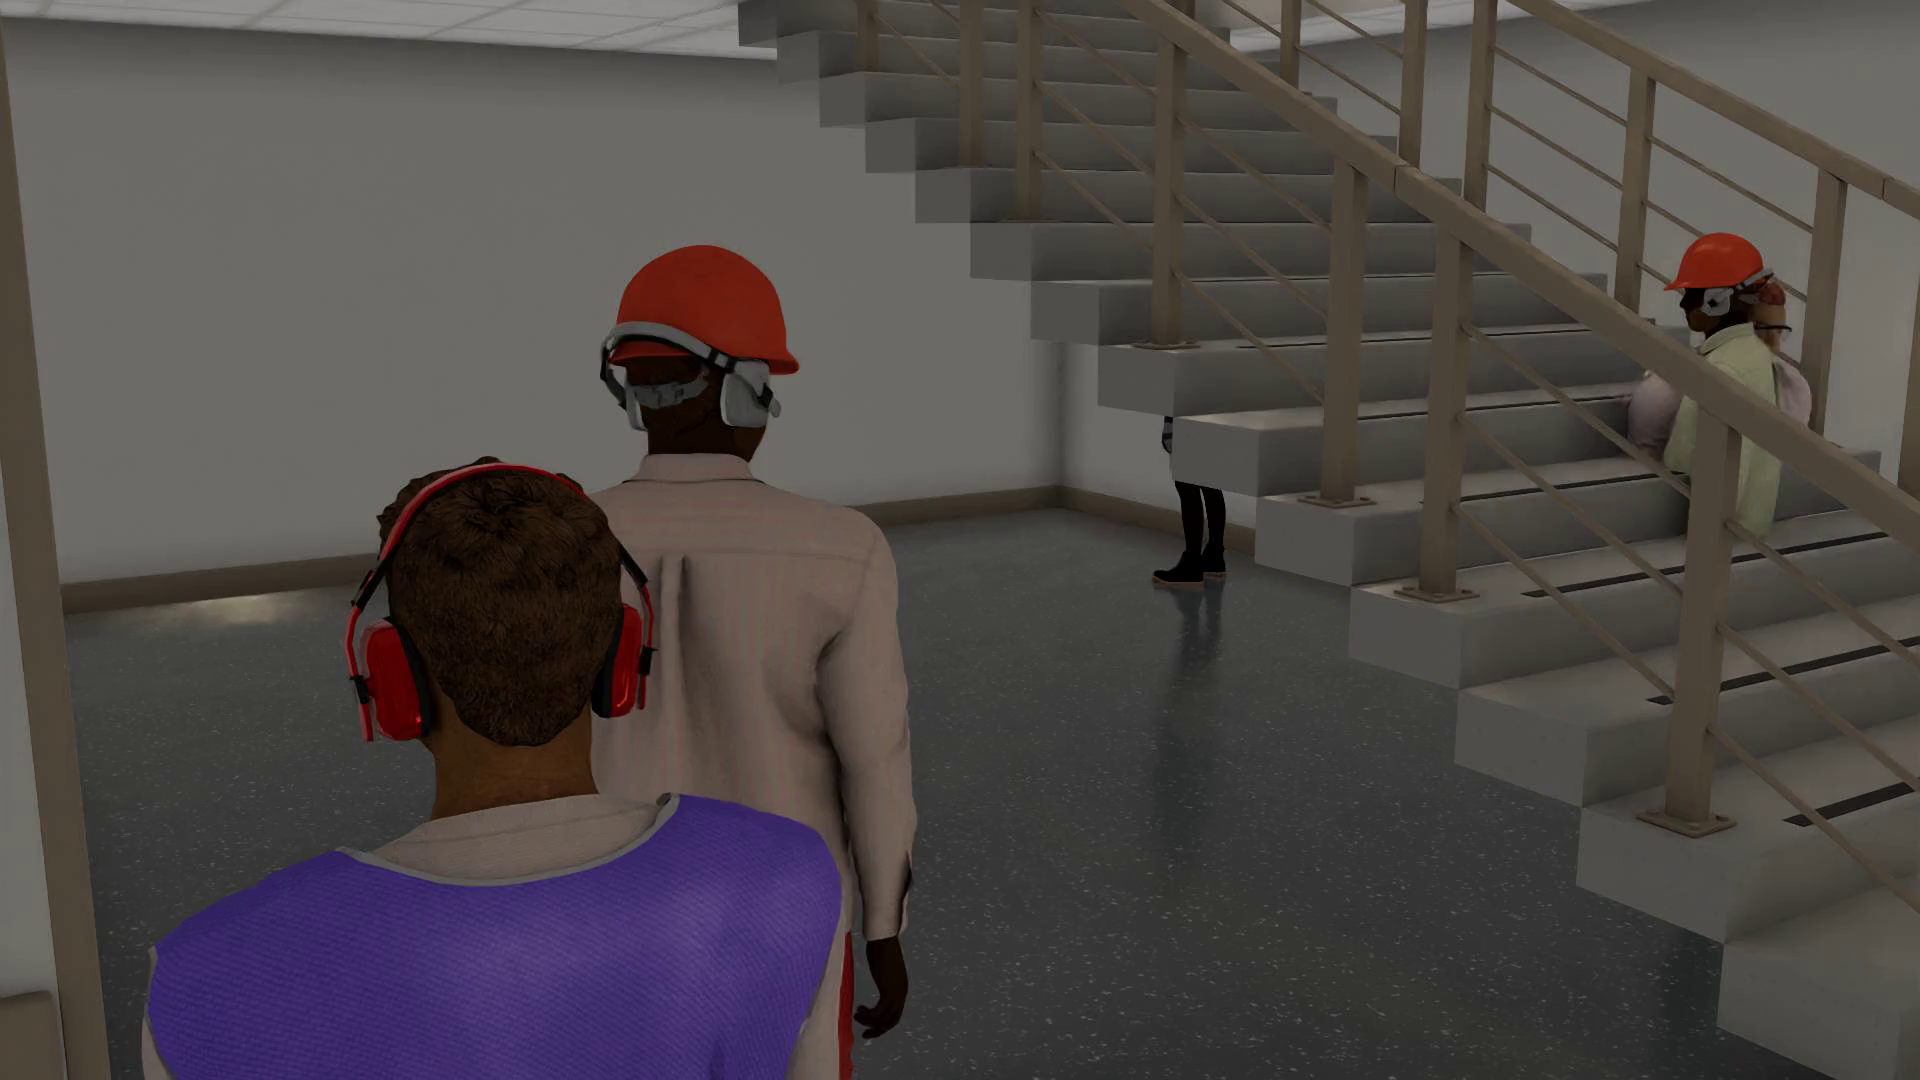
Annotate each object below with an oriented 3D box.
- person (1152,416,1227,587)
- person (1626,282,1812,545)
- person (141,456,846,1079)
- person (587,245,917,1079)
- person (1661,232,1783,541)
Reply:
[{"bbox_3d":[1.312,-0.720,9.360,0.385,1.957,0.602,7,13,33],"label":"person"},{"bbox_3d":[2.604,-0.006,5.930,0.651,1.850,0.932,-3,11,-13],"label":"person"},{"bbox_3d":[-0.349,0.849,1.435,0.560,1.837,0.392,-7,13,-32],"label":"person"},{"bbox_3d":[-0.364,0.567,2.502,0.609,1.988,0.392,1,11,5],"label":"person"},{"bbox_3d":[2.497,-0.015,5.552,0.400,1.989,0.623,6,12,29],"label":"person"}]
